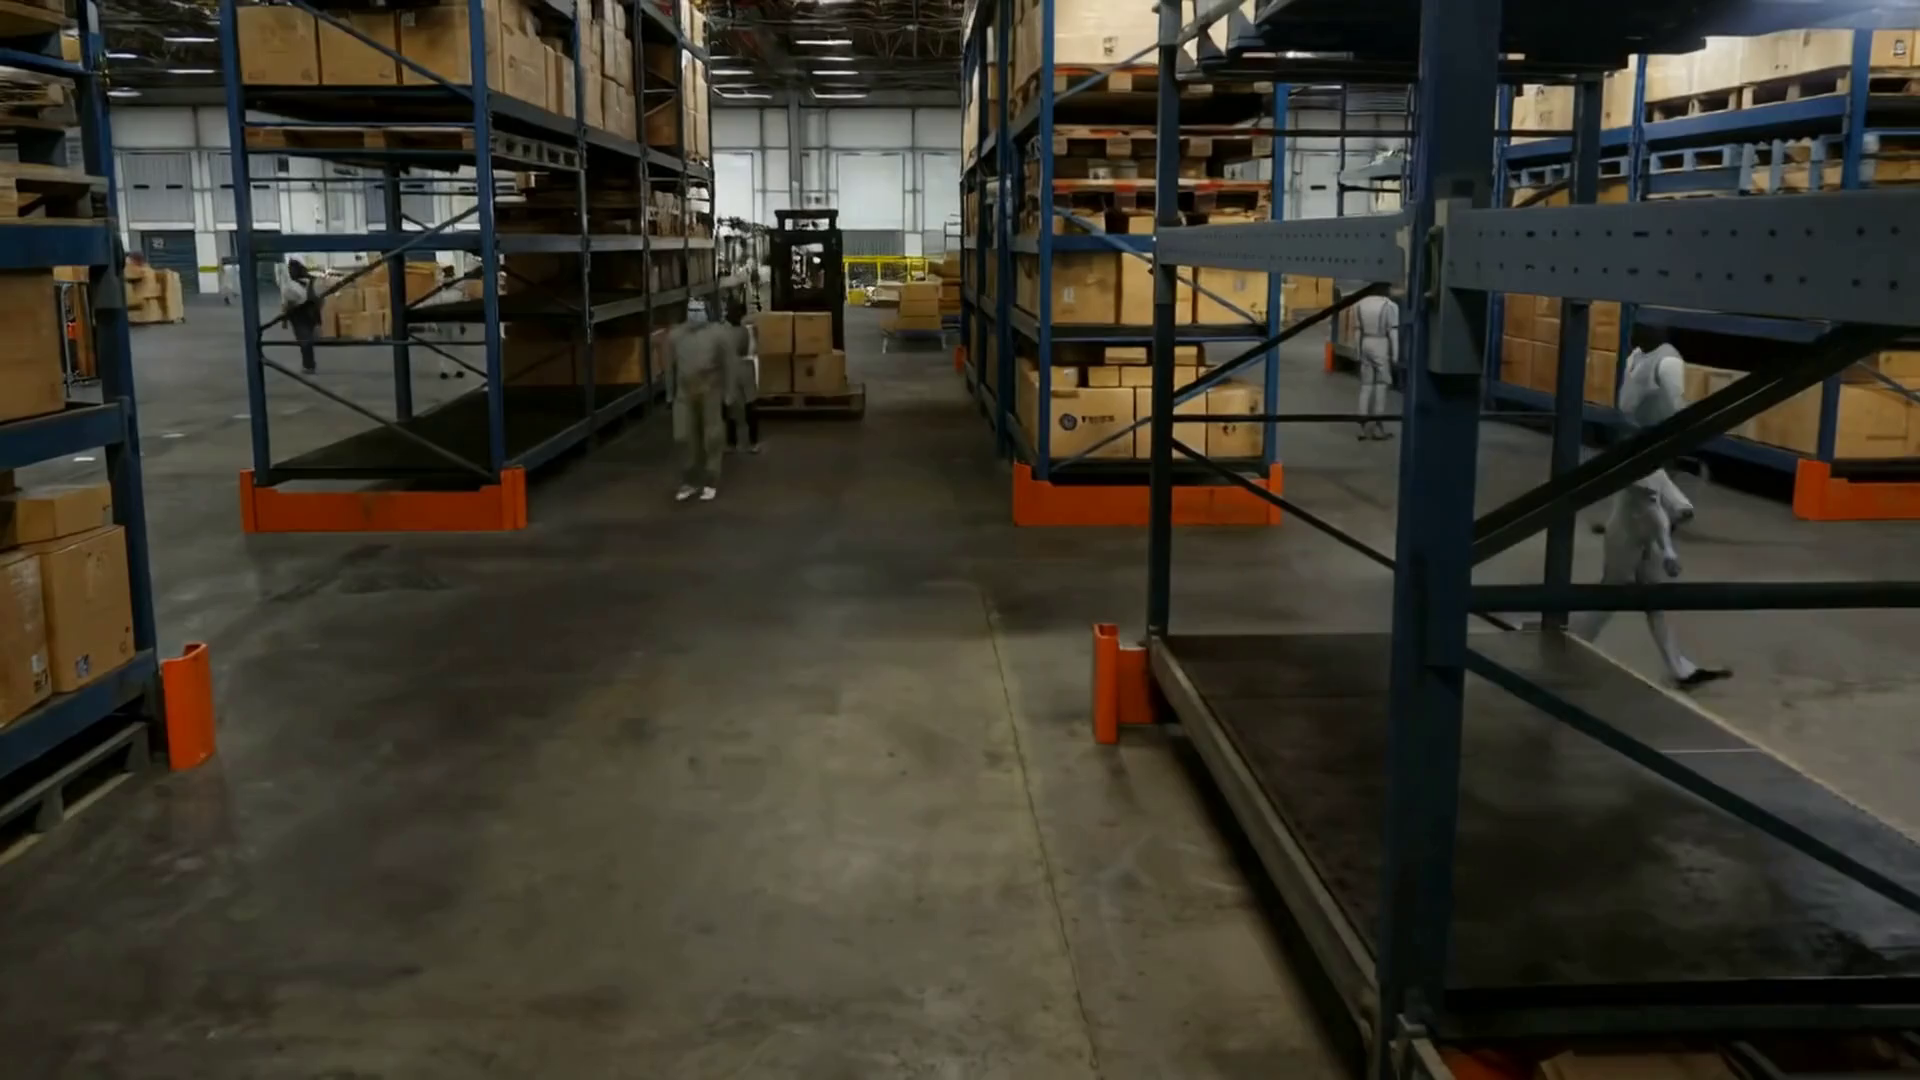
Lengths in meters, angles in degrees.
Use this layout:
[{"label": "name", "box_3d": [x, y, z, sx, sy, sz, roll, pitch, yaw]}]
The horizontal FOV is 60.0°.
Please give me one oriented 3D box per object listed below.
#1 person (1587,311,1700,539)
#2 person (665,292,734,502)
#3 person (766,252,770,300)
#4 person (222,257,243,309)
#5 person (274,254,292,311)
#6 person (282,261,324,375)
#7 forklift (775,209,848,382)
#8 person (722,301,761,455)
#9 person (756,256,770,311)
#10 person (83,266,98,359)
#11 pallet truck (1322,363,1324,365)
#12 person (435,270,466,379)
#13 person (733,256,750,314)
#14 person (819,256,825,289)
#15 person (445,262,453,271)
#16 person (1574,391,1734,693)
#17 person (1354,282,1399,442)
[{"label": "person", "box_3d": [5.473, -0.901, 13.136, 0.906, 1.813, 0.627, 0, 10, -2]}, {"label": "person", "box_3d": [-2.372, -1.272, 14.958, 0.680, 1.885, 0.617, 2, 10, 11]}, {"label": "person", "box_3d": [-7.720, -10.732, 67.535, 0.362, 1.938, 0.545, -1, 10, -3]}, {"label": "person", "box_3d": [-25.549, -9.015, 58.290, 0.627, 1.821, 0.639, 1, 10, 5]}, {"label": "person", "box_3d": [-22.720, -8.665, 56.119, 0.866, 1.909, 0.634, 6, 12, 30]}, {"label": "person", "box_3d": [-11.709, -3.942, 29.421, 0.858, 2.000, 0.697, 5, 11, 27]}, {"label": "forklift", "box_3d": [-2.285, -3.577, 25.046, 1.129, 2.768, 1.873, 0, 10, -2]}, {"label": "person", "box_3d": [-2.460, -1.792, 18.403, 0.540, 1.695, 0.316, -6, 12, -30]}, {"label": "person", "box_3d": [-6.349, -8.317, 54.295, 0.605, 1.854, 0.955, 0, 10, 2]}, {"label": "person", "box_3d": [-17.021, -4.461, 32.702, 0.931, 1.896, 0.574, 2, 10, 13]}, {"label": "pallet truck", "box_3d": [7.712, -4.157, 30.737, 1.885, 1.965, 0.823, 3, 11, 16]}, {"label": "person", "box_3d": [-8.728, -3.686, 28.491, 0.518, 1.865, 0.329, -7, 12, -35]}, {"label": "person", "box_3d": [-7.192, -8.375, 54.524, 0.653, 1.885, 1.003, -5, 12, -28]}, {"label": "person", "box_3d": [-3.707, -6.915, 46.191, 0.366, 1.962, 0.614, -5, 11, -27]}, {"label": "person", "box_3d": [-16.130, -7.905, 52.402, 0.784, 1.714, 0.493, 7, 12, 35]}, {"label": "person", "box_3d": [3.527, 0.039, 8.496, 0.870, 1.584, 0.510, 5, 11, 24]}, {"label": "person", "box_3d": [4.923, -2.177, 19.578, 0.395, 2.042, 0.611, -8, 13, -36]}]
